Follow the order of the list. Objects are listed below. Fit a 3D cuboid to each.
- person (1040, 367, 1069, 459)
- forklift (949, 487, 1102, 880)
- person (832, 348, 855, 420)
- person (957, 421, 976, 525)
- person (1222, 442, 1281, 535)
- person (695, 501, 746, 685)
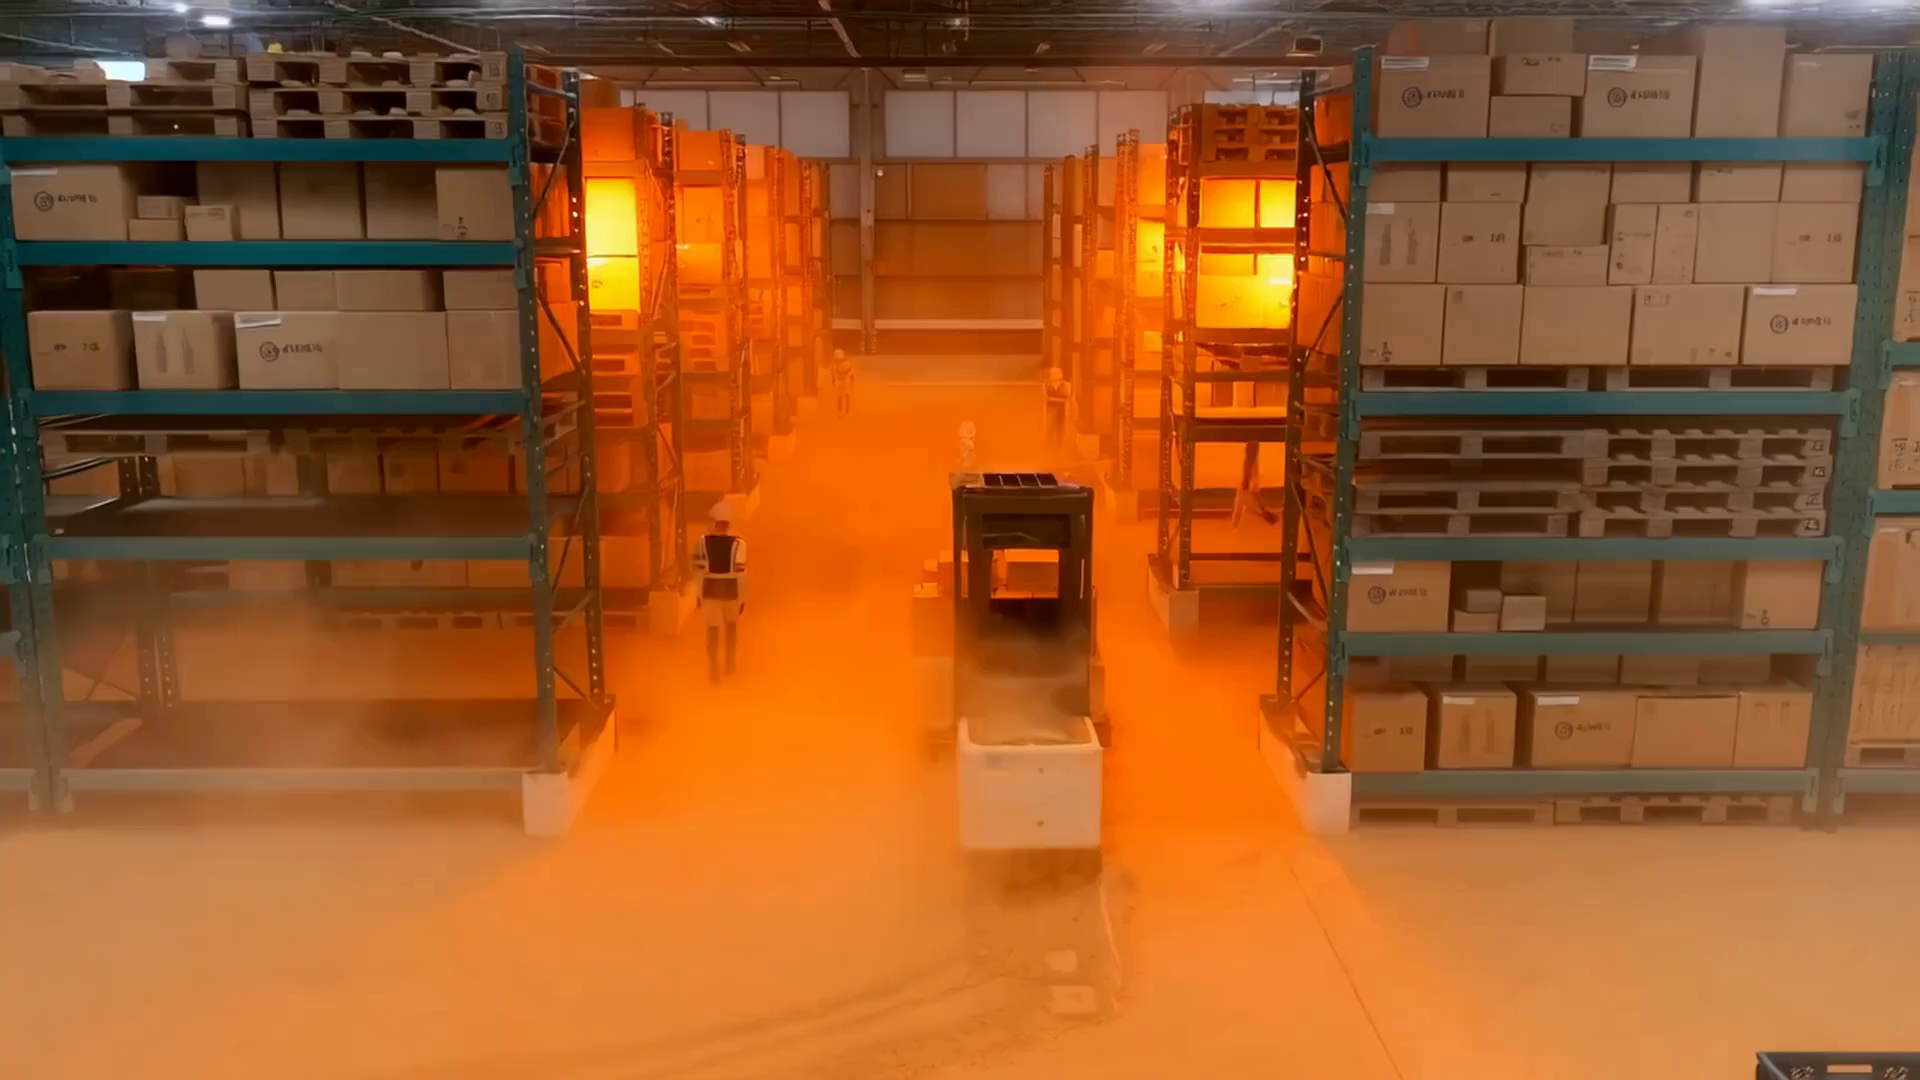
[{"bbox_3d":[1.870,-2.550,32.993,0.580,1.820,0.852,-1,11,-4],"label":"person"},{"bbox_3d":[0.495,0.986,12.813,1.129,2.768,1.873,0,11,-2],"label":"forklift"},{"bbox_3d":[-2.719,-3.636,38.754,0.555,1.646,0.856,0,11,0],"label":"person"},{"bbox_3d":[0.117,-1.052,26.016,0.280,1.633,0.498,-5,12,-22],"label":"person"},{"bbox_3d":[4.416,-0.949,25.066,0.796,1.816,0.631,1,11,3],"label":"person"},{"bbox_3d":[-2.502,0.552,17.382,0.555,1.917,0.821,0,11,-2],"label":"person"}]
